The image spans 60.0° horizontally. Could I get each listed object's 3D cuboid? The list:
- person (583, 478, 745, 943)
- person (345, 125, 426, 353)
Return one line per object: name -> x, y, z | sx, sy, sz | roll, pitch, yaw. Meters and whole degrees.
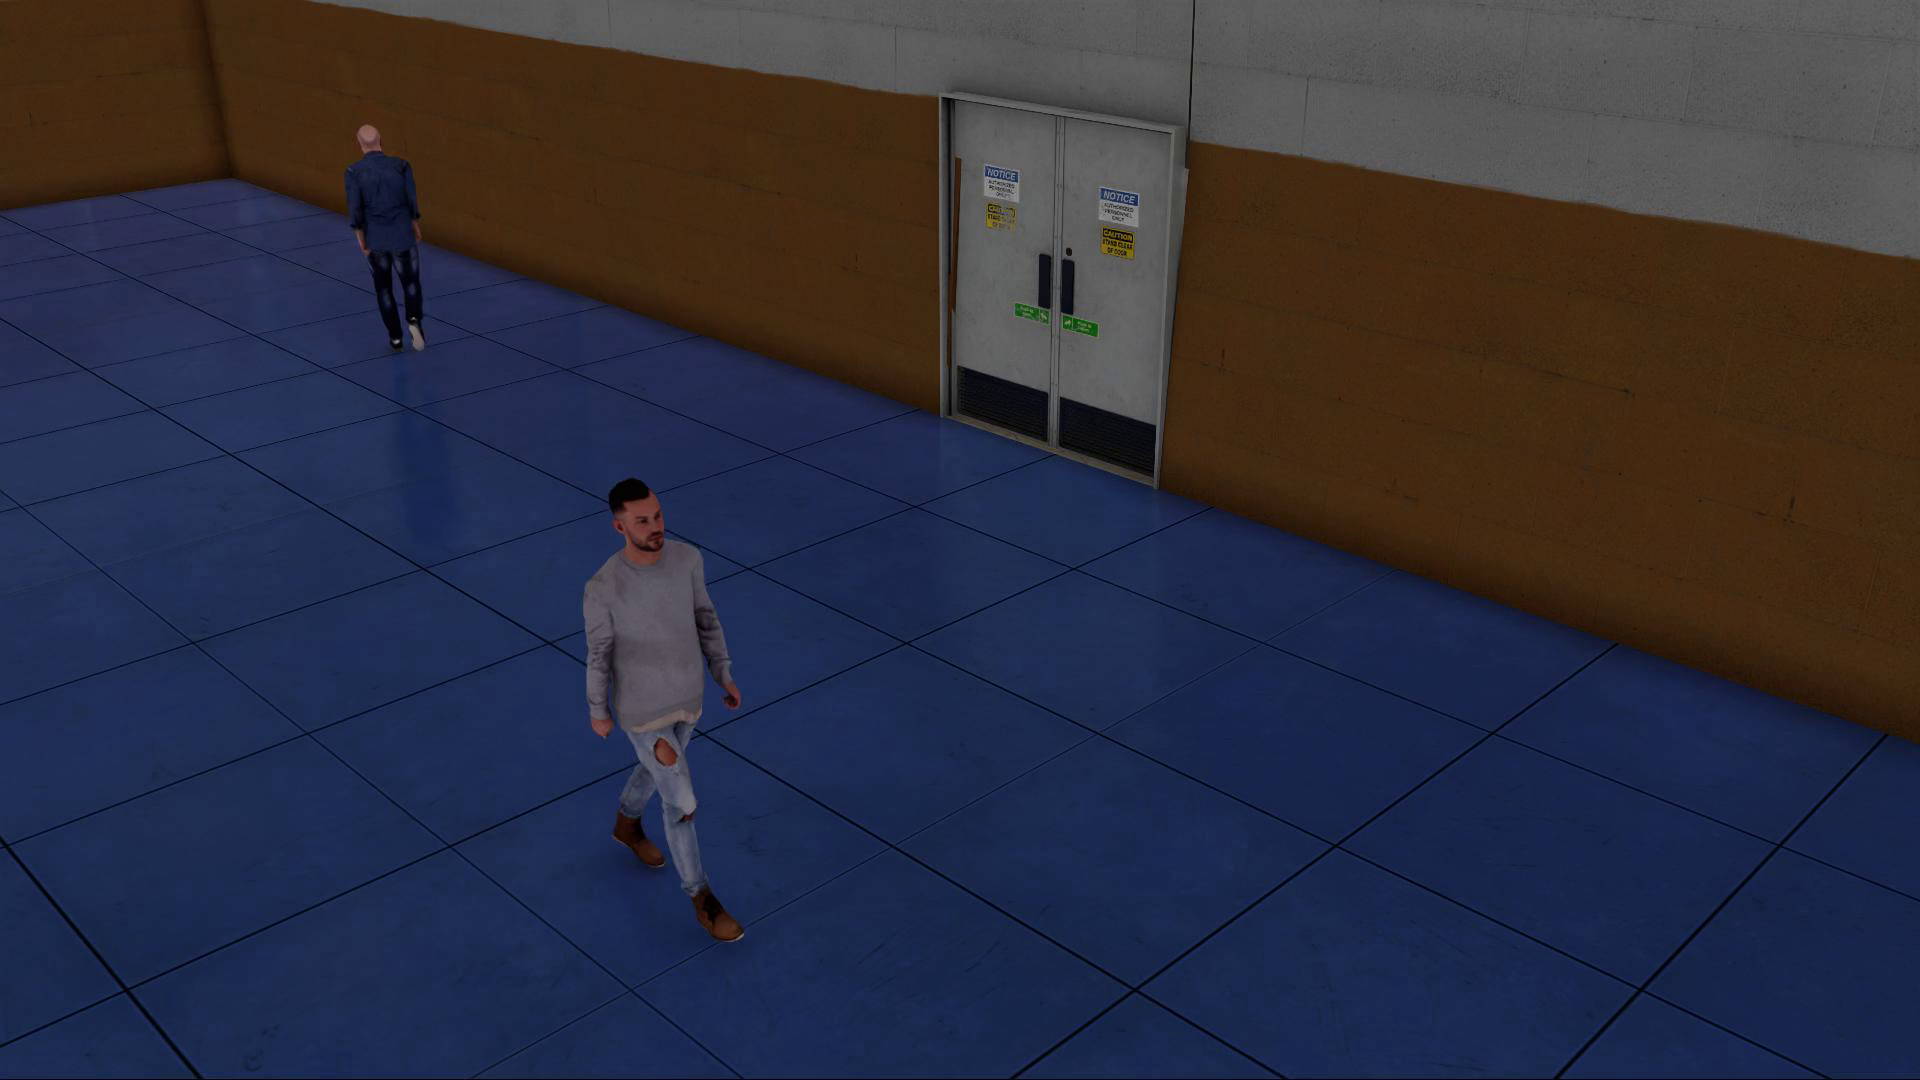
person -> -1.208, 0.593, 6.435 | 0.799, 1.794, 1.107 | 19, 30, 37
person -> -4.468, -2.316, 13.068 | 1.023, 1.806, 0.993 | -9, 25, -19
